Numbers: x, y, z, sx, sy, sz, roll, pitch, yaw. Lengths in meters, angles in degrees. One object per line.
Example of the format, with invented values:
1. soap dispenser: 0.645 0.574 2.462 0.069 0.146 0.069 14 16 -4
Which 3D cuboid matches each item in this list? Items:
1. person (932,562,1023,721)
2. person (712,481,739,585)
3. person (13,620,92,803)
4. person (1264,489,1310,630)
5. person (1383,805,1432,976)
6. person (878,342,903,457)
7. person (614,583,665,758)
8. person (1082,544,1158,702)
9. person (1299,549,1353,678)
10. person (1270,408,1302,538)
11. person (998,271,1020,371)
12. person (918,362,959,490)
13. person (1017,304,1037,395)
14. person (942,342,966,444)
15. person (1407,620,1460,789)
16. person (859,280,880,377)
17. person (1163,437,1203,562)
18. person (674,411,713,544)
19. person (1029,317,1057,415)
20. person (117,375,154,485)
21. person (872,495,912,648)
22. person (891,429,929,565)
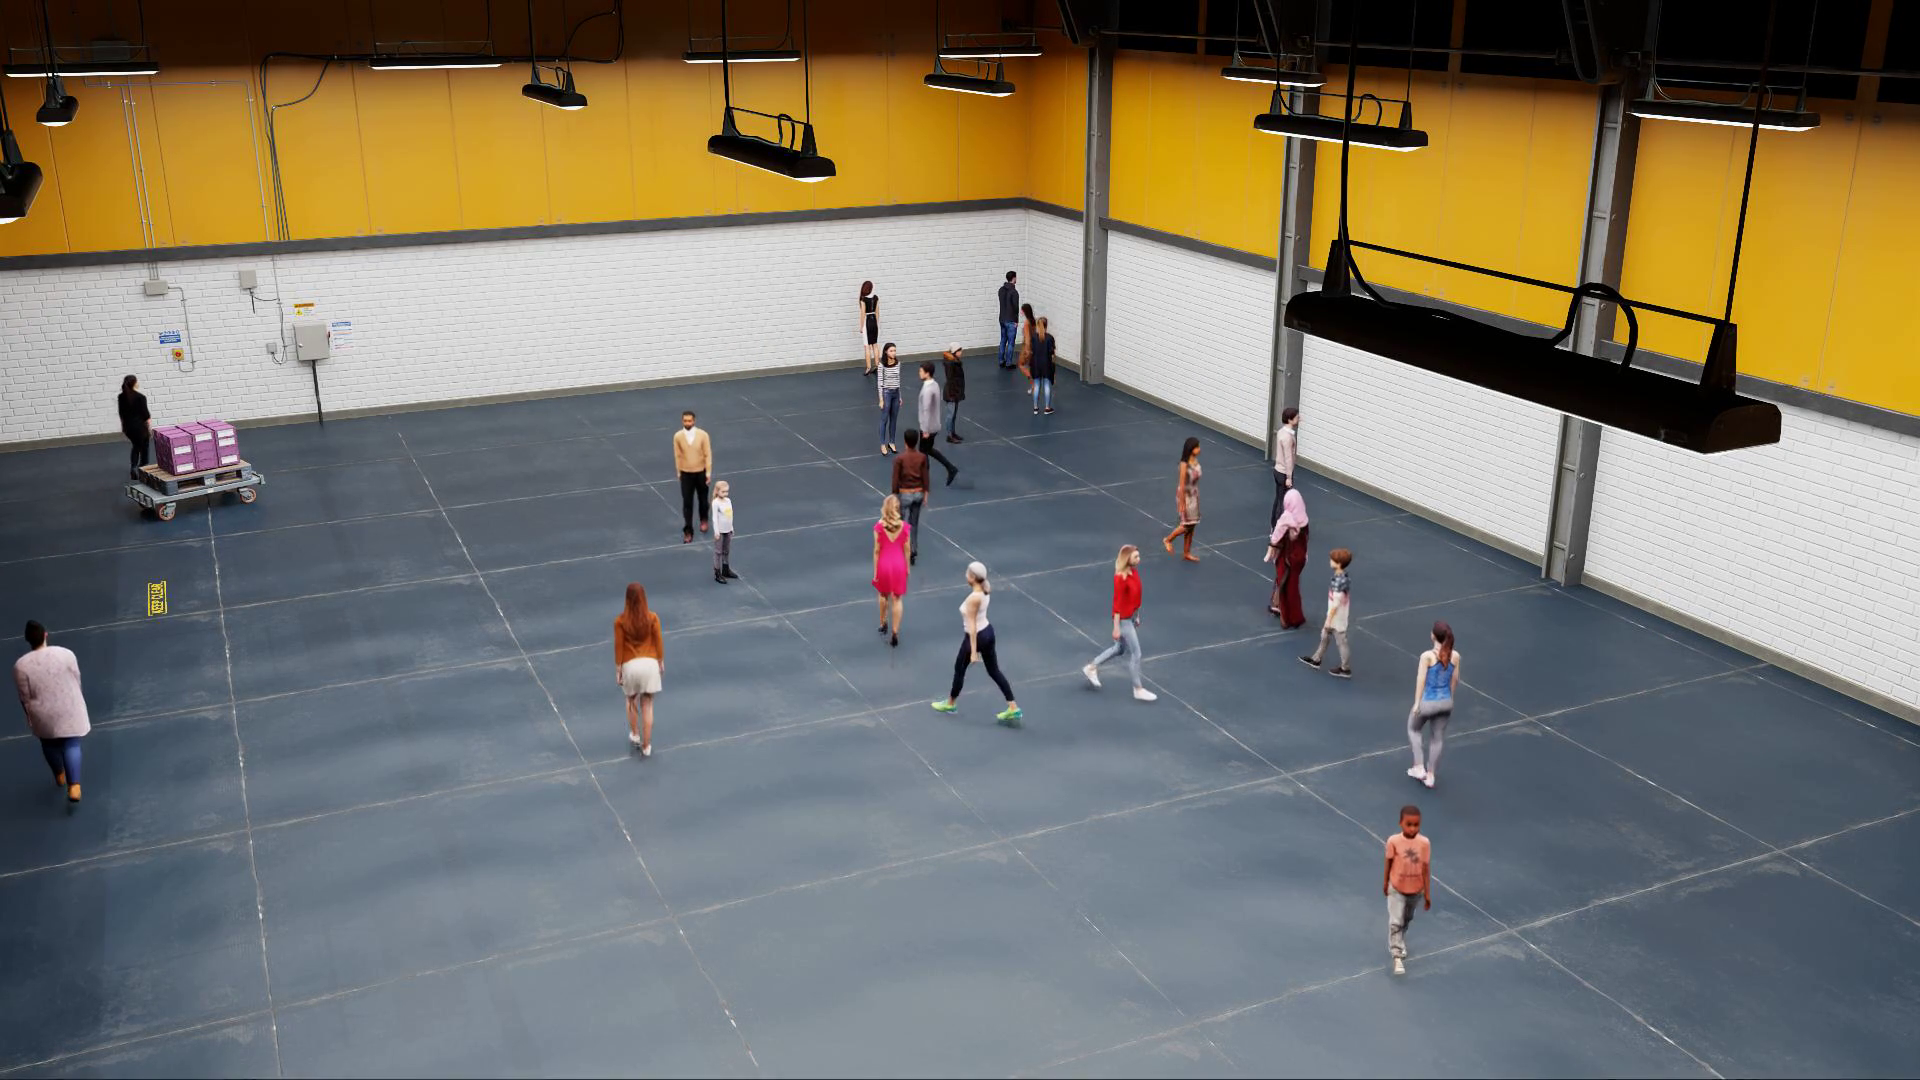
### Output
1. person: 0.274 1.059 16.579 1.246 1.655 1.127 8 20 23
2. person: -2.962 -0.124 20.680 0.624 1.279 0.579 11 21 29
3. person: -8.161 1.563 14.998 0.673 1.708 1.090 -9 21 -25
4. person: 3.848 0.225 19.085 0.760 1.636 0.924 -14 23 -36
5. person: 3.381 2.590 12.617 0.743 1.281 0.909 2 19 6
6. person: -1.104 -2.223 26.104 0.626 1.796 0.580 -15 24 -38
7. person: -3.053 1.267 15.888 0.697 1.701 0.798 -4 19 -12
8. person: 1.644 0.839 17.201 1.146 1.674 1.027 9 21 25
9. person: 4.103 0.787 17.747 0.877 1.423 0.825 6 20 17
10. person: 4.321 -0.882 22.104 0.761 1.807 0.620 0 19 0
11. person: 0.916 -4.220 31.889 0.775 1.888 0.605 -15 24 -37
12. person: -0.362 -1.661 24.267 1.103 1.903 1.078 3 19 9
13. person: 1.311 -3.389 29.767 0.798 1.667 0.741 9 21 25
14. person: -0.110 -2.400 26.878 0.808 1.636 0.733 5 19 13
15. person: 4.377 1.531 15.260 0.652 1.601 0.659 -3 19 -10
16. person: -1.709 -4.002 31.386 0.629 1.795 0.586 -15 24 -38
17. person: 2.845 -0.524 21.308 0.926 1.636 0.852 12 22 31
18. person: -3.527 -0.884 22.253 0.944 1.715 1.233 -1 19 -3
19. person: 1.416 -3.006 28.605 0.713 1.683 0.770 6 20 18
20. person: -12.161 -1.594 24.463 0.736 1.650 0.777 3 19 8
21. person: -0.753 0.370 18.544 0.723 1.707 0.877 -3 19 -9
22. person: -0.604 -0.511 21.065 0.679 1.767 0.720 -7 20 -20
